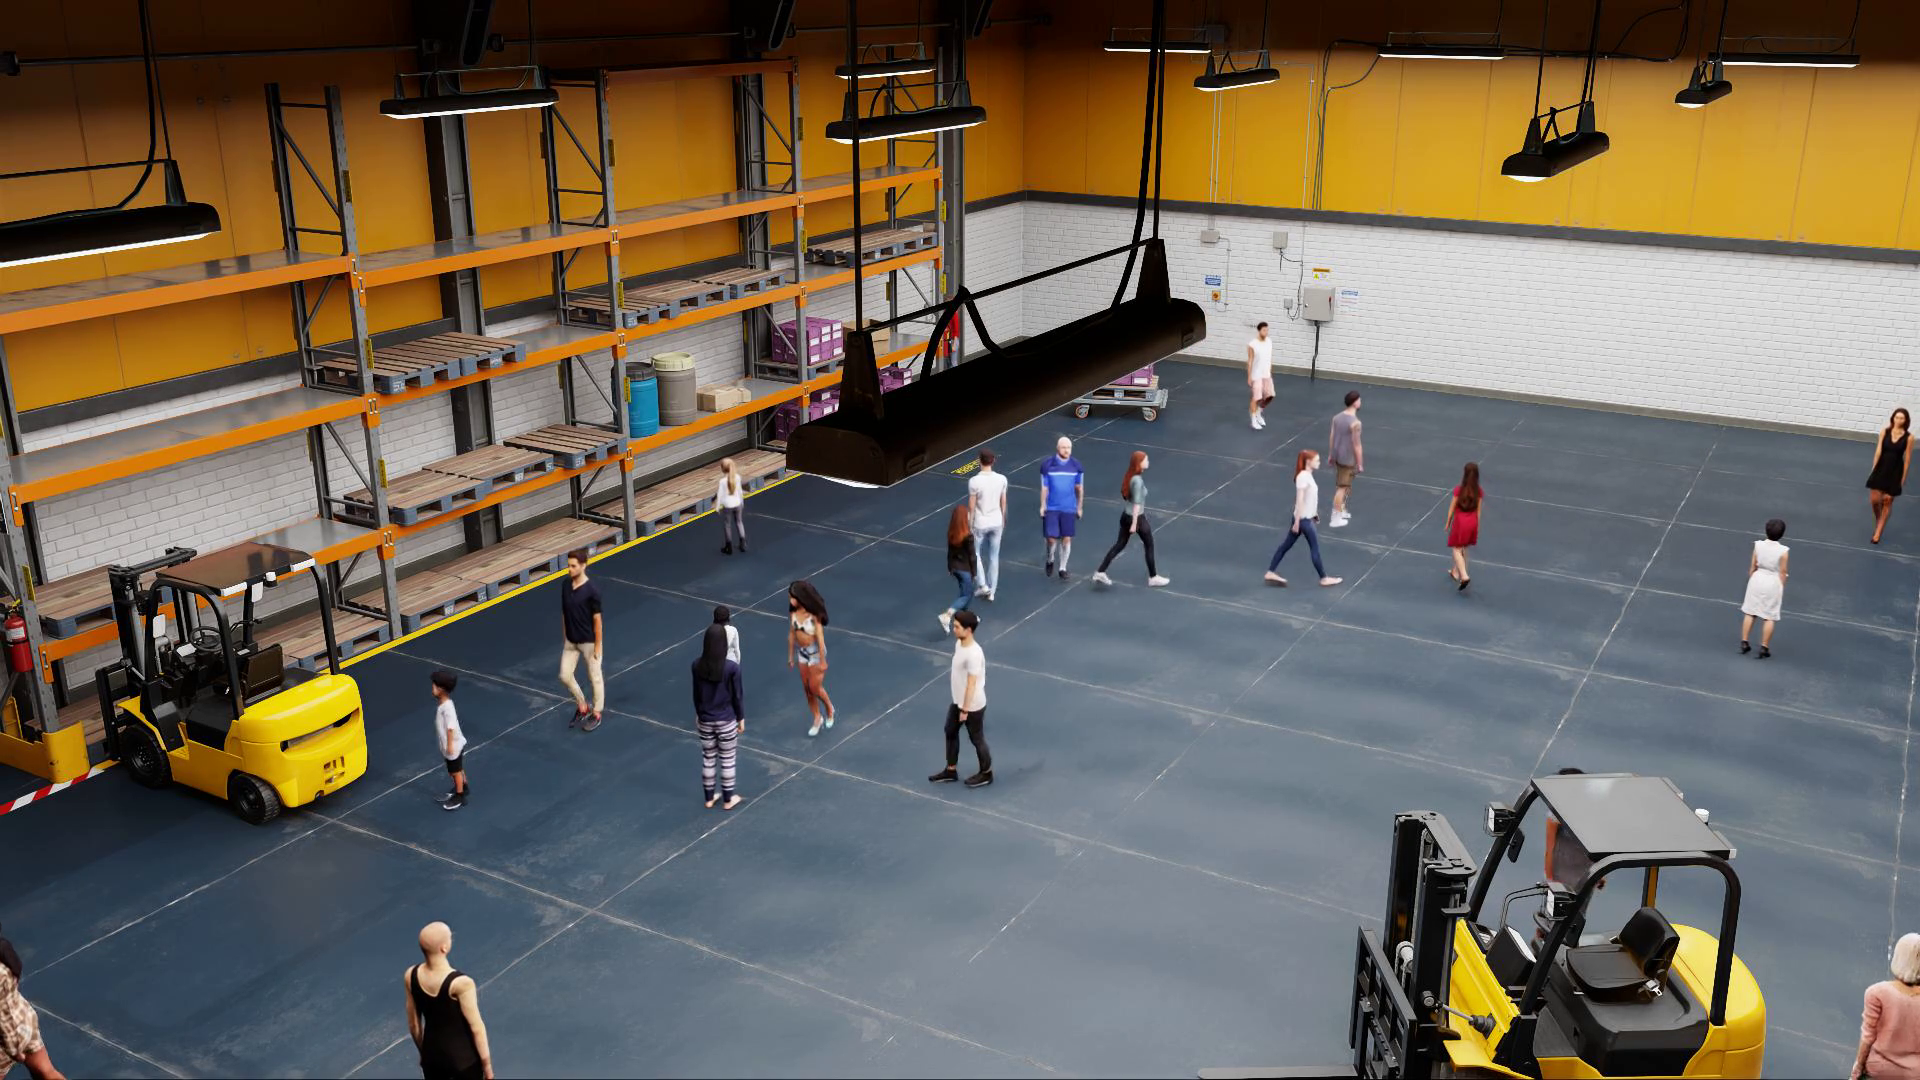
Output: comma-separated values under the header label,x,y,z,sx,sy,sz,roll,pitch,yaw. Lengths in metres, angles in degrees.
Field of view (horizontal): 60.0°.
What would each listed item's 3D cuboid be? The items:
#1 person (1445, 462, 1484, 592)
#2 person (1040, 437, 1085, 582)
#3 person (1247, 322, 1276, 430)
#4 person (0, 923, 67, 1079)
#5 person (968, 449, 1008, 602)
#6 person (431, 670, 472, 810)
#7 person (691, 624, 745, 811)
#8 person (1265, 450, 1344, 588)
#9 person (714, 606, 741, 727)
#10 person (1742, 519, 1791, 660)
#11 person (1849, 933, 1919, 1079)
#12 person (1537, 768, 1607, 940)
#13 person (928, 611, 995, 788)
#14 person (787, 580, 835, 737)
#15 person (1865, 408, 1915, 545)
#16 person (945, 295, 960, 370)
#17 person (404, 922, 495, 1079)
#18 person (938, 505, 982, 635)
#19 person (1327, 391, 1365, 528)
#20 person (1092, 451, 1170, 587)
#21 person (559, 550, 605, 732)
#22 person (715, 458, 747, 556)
label,x,y,z,sx,sy,sz,roll,pitch,yaw
person,6.083,-0.161,20.039,0.918,1.531,1.041,-2,19,-7
person,1.205,-0.398,20.277,0.820,1.828,0.866,-2,19,-7
person,4.862,-2.704,27.207,0.799,1.776,0.874,-9,21,-26
person,-5.714,3.047,10.192,1.116,1.735,1.066,-5,19,-14
person,0.351,-0.137,19.492,0.813,1.833,0.874,-6,20,-17
person,-4.516,1.764,14.766,0.631,1.248,0.592,-13,23,-34
person,-2.139,1.557,14.624,0.669,1.730,0.625,4,19,11
person,4.023,-0.233,20.008,0.898,1.687,1.150,3,19,10
person,-2.316,1.236,16.312,0.553,1.261,0.626,-9,21,-25
person,8.720,0.520,17.982,0.623,1.552,0.624,-15,24,-38
person,5.553,3.181,9.866,0.811,1.690,1.115,4,19,12
person,4.369,2.426,11.994,0.729,1.761,0.786,-10,21,-28
person,0.155,1.432,15.040,0.981,1.702,0.915,-6,20,-18
person,-1.399,1.132,16.104,0.630,1.592,0.680,13,22,33
person,12.067,-0.833,21.570,0.645,1.828,0.666,15,24,38
person,-0.158,-3.535,29.785,0.686,1.705,0.686,-10,21,-27
person,-3.051,3.092,9.934,0.692,1.815,0.592,6,19,16
person,-0.008,0.338,18.654,0.965,1.468,0.767,-15,24,-37
person,5.010,-1.054,21.902,0.870,1.830,0.811,-10,21,-27
person,1.998,-0.213,19.929,1.136,1.700,1.143,-3,19,-9
person,-3.625,0.949,16.239,0.682,1.851,0.611,9,20,24
person,-2.899,-0.422,21.214,0.584,1.274,0.673,-13,23,-34
